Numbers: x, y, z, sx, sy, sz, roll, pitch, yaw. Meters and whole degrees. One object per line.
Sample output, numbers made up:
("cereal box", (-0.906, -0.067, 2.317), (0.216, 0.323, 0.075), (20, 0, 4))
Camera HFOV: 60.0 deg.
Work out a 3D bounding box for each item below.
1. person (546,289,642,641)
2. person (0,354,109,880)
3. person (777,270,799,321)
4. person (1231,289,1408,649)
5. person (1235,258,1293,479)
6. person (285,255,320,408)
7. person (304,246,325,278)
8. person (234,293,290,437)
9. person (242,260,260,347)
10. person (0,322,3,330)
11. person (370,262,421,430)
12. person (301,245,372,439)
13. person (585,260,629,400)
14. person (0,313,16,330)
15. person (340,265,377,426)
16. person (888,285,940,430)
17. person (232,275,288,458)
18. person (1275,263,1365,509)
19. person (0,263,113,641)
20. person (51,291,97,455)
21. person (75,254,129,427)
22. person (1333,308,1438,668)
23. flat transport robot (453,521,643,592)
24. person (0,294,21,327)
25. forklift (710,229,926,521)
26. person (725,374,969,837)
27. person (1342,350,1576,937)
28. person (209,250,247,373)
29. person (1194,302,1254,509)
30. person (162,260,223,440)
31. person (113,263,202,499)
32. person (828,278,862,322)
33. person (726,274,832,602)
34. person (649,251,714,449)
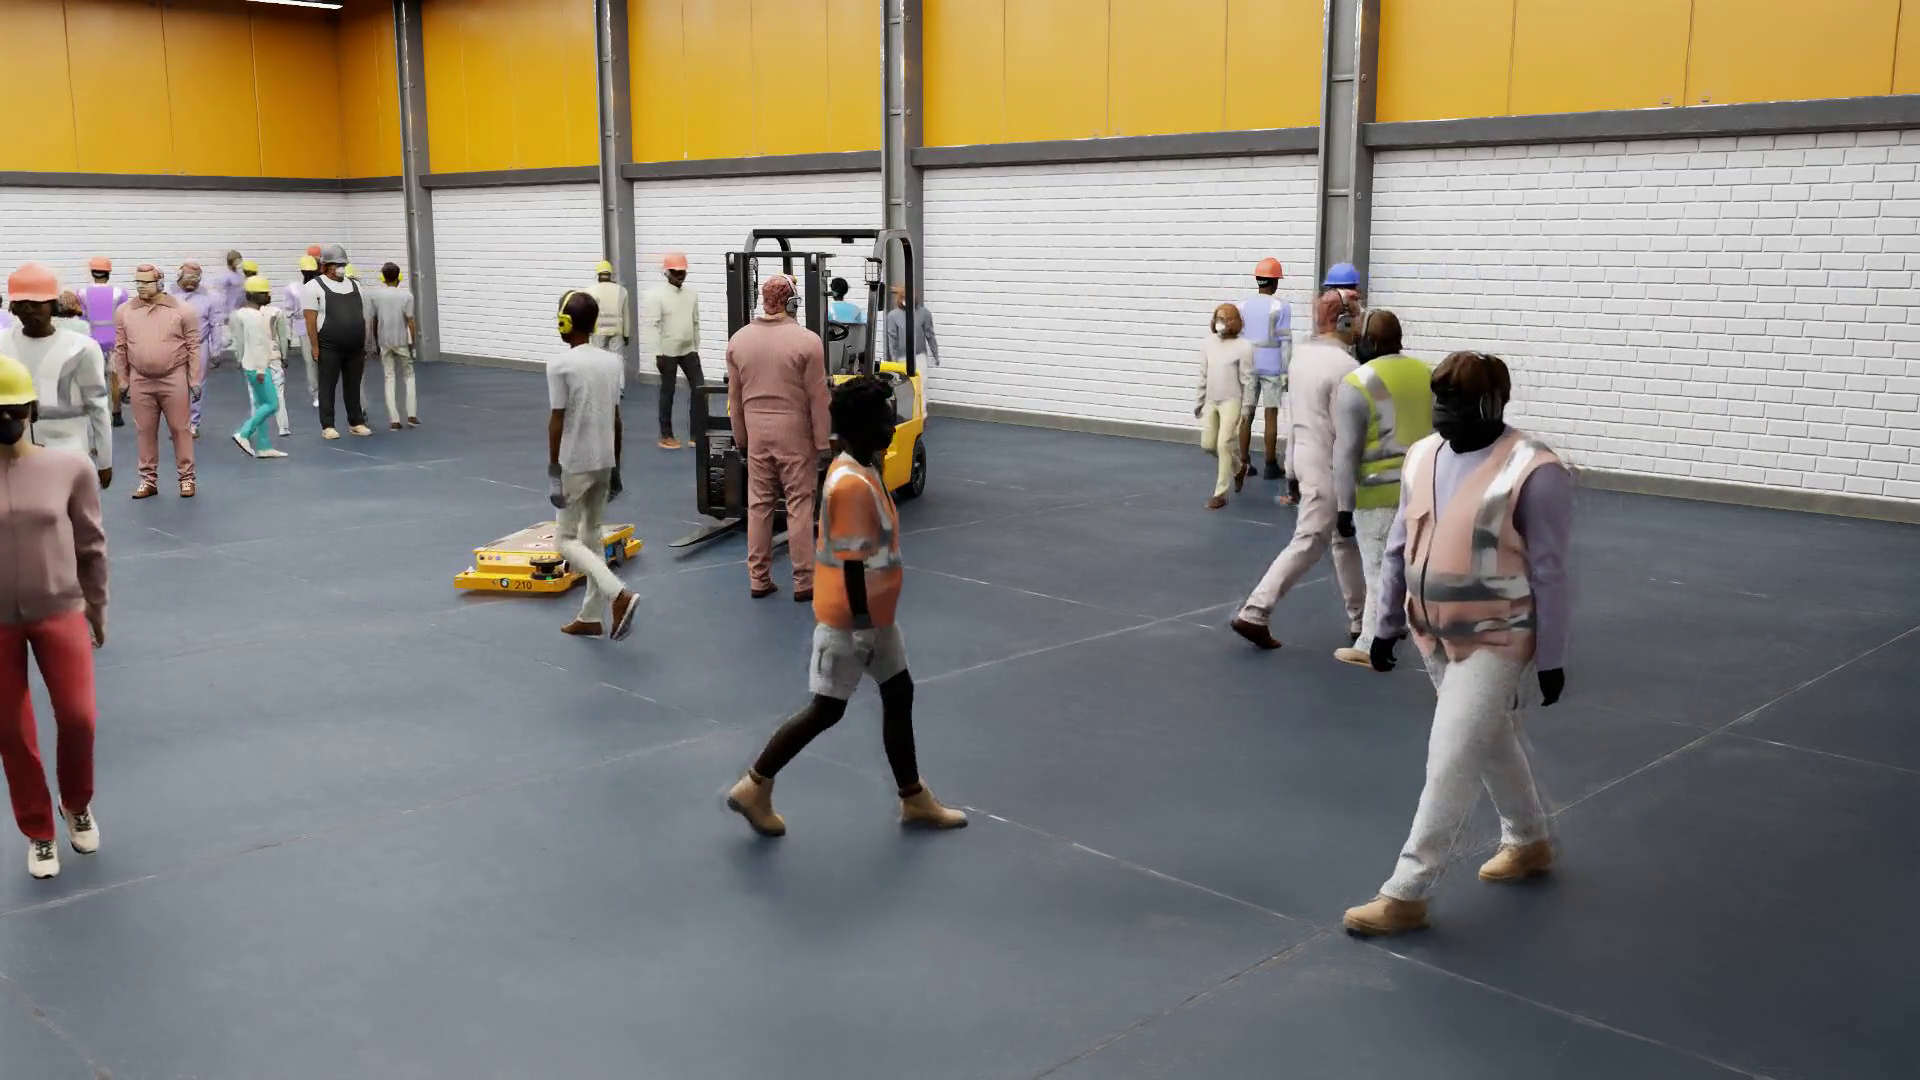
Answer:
("person", (-1.903, -0.366, 8.653), (0.608, 1.858, 0.510), (7, 12, 33))
("person", (-3.082, 0.265, 5.476), (0.535, 1.750, 0.378), (-6, 12, -30))
("person", (-1.960, -2.193, 18.911), (0.288, 1.746, 0.487), (-1, 10, -7))
("person", (1.870, -0.358, 8.564), (0.978, 1.865, 0.650), (-1, 10, -6))
("person", (2.674, -1.503, 14.623), (0.551, 1.934, 0.373), (8, 13, 37))
("person", (-8.142, -2.630, 20.912), (0.608, 1.893, 0.949), (-6, 12, -32))
("person", (-11.081, -4.114, 28.838), (0.408, 1.945, 0.696), (0, 10, -1))
("person", (-7.380, -1.901, 17.600), (0.515, 1.641, 0.315), (-4, 11, -19))
("person", (-11.215, -3.549, 26.311), (0.385, 1.744, 0.522), (4, 11, 19))
("person", (-7.005, -0.979, 11.952), (0.609, 1.866, 0.456), (3, 11, 18))
("person", (-6.232, -2.138, 18.391), (0.491, 1.831, 0.703), (-1, 10, -6))
("person", (-6.532, -2.095, 17.569), (0.539, 2.000, 0.688), (8, 13, 37))
("person", (-4.581, -2.707, 21.549), (0.600, 1.838, 0.523), (-6, 12, -29))
("person", (-7.411, -1.077, 12.595), (0.595, 1.826, 0.443), (-8, 13, -37))
("person", (-6.883, -2.186, 18.663), (0.598, 1.807, 0.611), (8, 13, 38))
("person", (-0.506, -2.017, 18.377), (0.567, 1.586, 0.736), (0, 10, 1))
("person", (-6.677, -1.636, 15.828), (0.404, 1.752, 0.548), (-4, 11, -23))
("person", (2.830, -1.154, 12.774), (0.853, 1.912, 0.639), (7, 13, 34))
("person", (-4.891, -0.474, 8.901), (0.628, 1.989, 1.070), (-1, 10, -5))
("person", (-8.564, -1.581, 15.952), (0.525, 1.607, 0.669), (2, 11, 12))
("person", (-9.465, -2.193, 18.429), (0.551, 1.922, 0.515), (-3, 11, -14))
("person", (2.114, -0.195, 7.919), (0.638, 1.801, 0.794), (-7, 12, -33))
("flat transport robot", (-2.570, 0.085, 10.510), (0.652, 0.197, 1.431), (2, 11, 10))
("person", (-9.367, -1.624, 16.143), (0.509, 1.624, 0.477), (-9, 14, -42))
("forklift", (-1.050, -1.319, 12.920), (1.214, 2.155, 2.313), (2, 11, 13))
("person", (-0.425, 0.244, 5.849), (0.835, 1.667, 0.538), (0, 10, 3))
("person", (1.618, 0.293, 5.251), (0.969, 1.794, 0.645), (-5, 11, -25))
("person", (-11.349, -3.528, 25.763), (0.754, 1.905, 0.690), (0, 10, 0))
("person", (2.116, -1.069, 13.110), (0.574, 1.616, 0.514), (-9, 14, -39))
("person", (-8.081, -1.974, 17.374), (0.724, 1.867, 0.658), (-5, 12, -27))
("person", (-6.514, -1.283, 13.514), (0.652, 1.904, 0.404), (-2, 11, -11))
("person", (-1.340, -2.104, 18.675), (0.542, 1.648, 0.753), (-6, 12, -29))
("person", (-1.027, -0.590, 9.730), (0.651, 1.907, 0.409), (4, 11, 23))
("person", (-2.752, -1.865, 16.506), (0.754, 1.965, 0.649), (10, 14, 44))
